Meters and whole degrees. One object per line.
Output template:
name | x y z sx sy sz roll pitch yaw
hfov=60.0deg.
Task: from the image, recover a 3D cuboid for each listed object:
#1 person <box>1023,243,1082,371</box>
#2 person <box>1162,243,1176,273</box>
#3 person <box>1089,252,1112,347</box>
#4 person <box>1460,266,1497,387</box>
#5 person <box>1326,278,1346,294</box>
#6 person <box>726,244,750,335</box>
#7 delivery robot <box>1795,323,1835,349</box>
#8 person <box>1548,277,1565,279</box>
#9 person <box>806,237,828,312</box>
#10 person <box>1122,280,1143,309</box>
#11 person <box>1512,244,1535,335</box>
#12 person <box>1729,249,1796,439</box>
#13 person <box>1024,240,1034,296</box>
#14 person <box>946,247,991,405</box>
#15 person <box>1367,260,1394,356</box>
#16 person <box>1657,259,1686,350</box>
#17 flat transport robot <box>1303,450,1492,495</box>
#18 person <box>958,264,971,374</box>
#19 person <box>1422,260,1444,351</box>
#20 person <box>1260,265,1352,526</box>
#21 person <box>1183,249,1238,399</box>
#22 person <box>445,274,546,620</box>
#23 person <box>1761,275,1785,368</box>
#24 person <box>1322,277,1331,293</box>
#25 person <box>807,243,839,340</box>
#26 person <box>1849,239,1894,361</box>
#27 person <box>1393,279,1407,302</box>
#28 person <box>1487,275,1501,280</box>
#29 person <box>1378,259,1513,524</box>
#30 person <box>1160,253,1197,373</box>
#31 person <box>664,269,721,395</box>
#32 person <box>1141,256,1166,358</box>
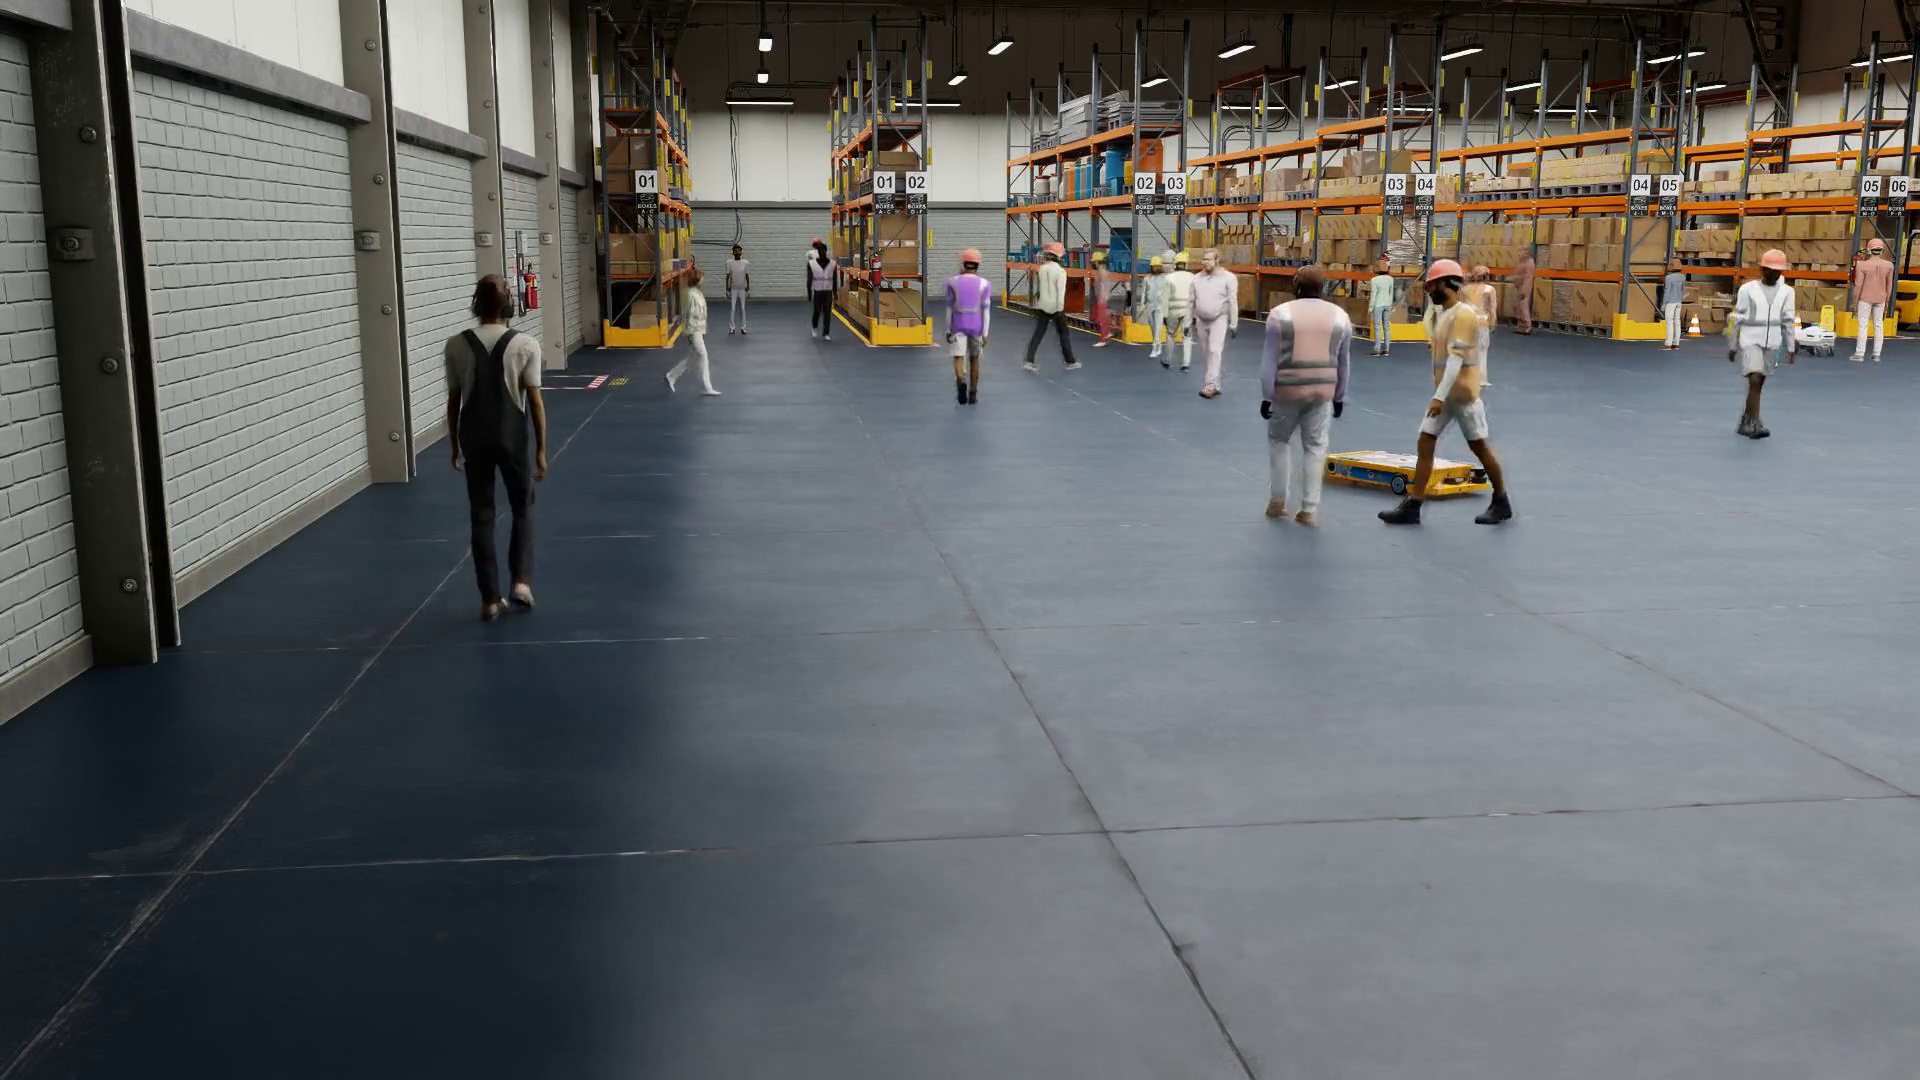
person | 1.381 -3.535 25.272 1.041 1.946 0.623 -9 14 -41
person | 6.284 -7.851 49.087 1.040 1.878 0.639 -10 14 -44
person | 2.582 -4.441 30.740 0.391 1.756 0.536 -2 10 -10
person | 7.029 -2.903 22.617 0.523 1.636 0.311 8 13 39
person | 11.318 -8.098 50.141 1.047 1.987 0.629 -5 11 -26
person | -4.616 -5.199 34.562 0.513 1.872 0.328 -3 11 -14
delivery robot | 14.591 -3.470 28.434 0.477 0.478 0.707 -2 11 -13
person | 17.737 -7.966 49.265 0.686 2.000 1.046 -2 10 -8
person | -3.839 -7.119 44.702 0.603 2.018 0.546 -2 11 -11
person | 4.507 -6.675 43.173 0.552 1.664 0.707 -3 11 -14
person | 11.706 -5.211 34.660 0.395 1.873 0.725 1 10 4
person | 8.099 -1.951 16.686 0.556 1.888 0.943 0 10 2
person | 2.024 -7.921 49.300 0.372 1.940 0.632 -1 10 -5
person | 0.100 -2.549 19.939 0.546 1.907 0.798 0 10 0
person | 7.192 -3.968 28.460 0.499 1.634 0.278 -6 12 -29
person | 12.848 -4.247 29.994 0.505 1.633 0.279 -6 12 -30
flat transport robot | 3.539 -0.561 13.524 0.652 0.197 1.431 -7 12 -33
person | 0.082 -3.257 24.579 0.531 1.624 0.370 0 10 -2
person | 8.383 -4.112 29.288 0.430 1.614 0.522 -5 11 -24
person | 2.423 -1.034 11.857 0.662 1.821 0.684 -1 10 -4
person | 3.116 -2.717 20.969 0.669 1.862 0.931 8 13 37
person | -2.474 -0.494 8.887 0.533 1.824 0.474 -1 10 -8
person | 12.521 -3.543 25.766 0.522 1.769 0.318 -6 12 -29
person | 10.806 -7.933 49.689 0.568 1.814 0.763 3 11 17
person | -2.715 -4.909 32.894 0.605 1.906 0.457 -3 11 -18
person | 14.885 -3.913 27.171 0.608 1.995 0.377 0 10 1
person | 9.511 -5.548 36.389 0.638 1.911 0.923 -2 10 -9
person | 16.335 -8.244 50.974 0.706 1.968 0.615 7 13 35
person | 3.501 -1.029 11.719 0.974 1.872 0.571 -2 10 -9
person | 3.312 -3.423 25.072 0.612 1.775 0.958 -2 10 -9
person | -3.454 -2.656 21.310 0.701 1.616 0.516 1 10 4
person | 3.354 -3.975 28.314 0.493 1.711 0.847 5 12 26
